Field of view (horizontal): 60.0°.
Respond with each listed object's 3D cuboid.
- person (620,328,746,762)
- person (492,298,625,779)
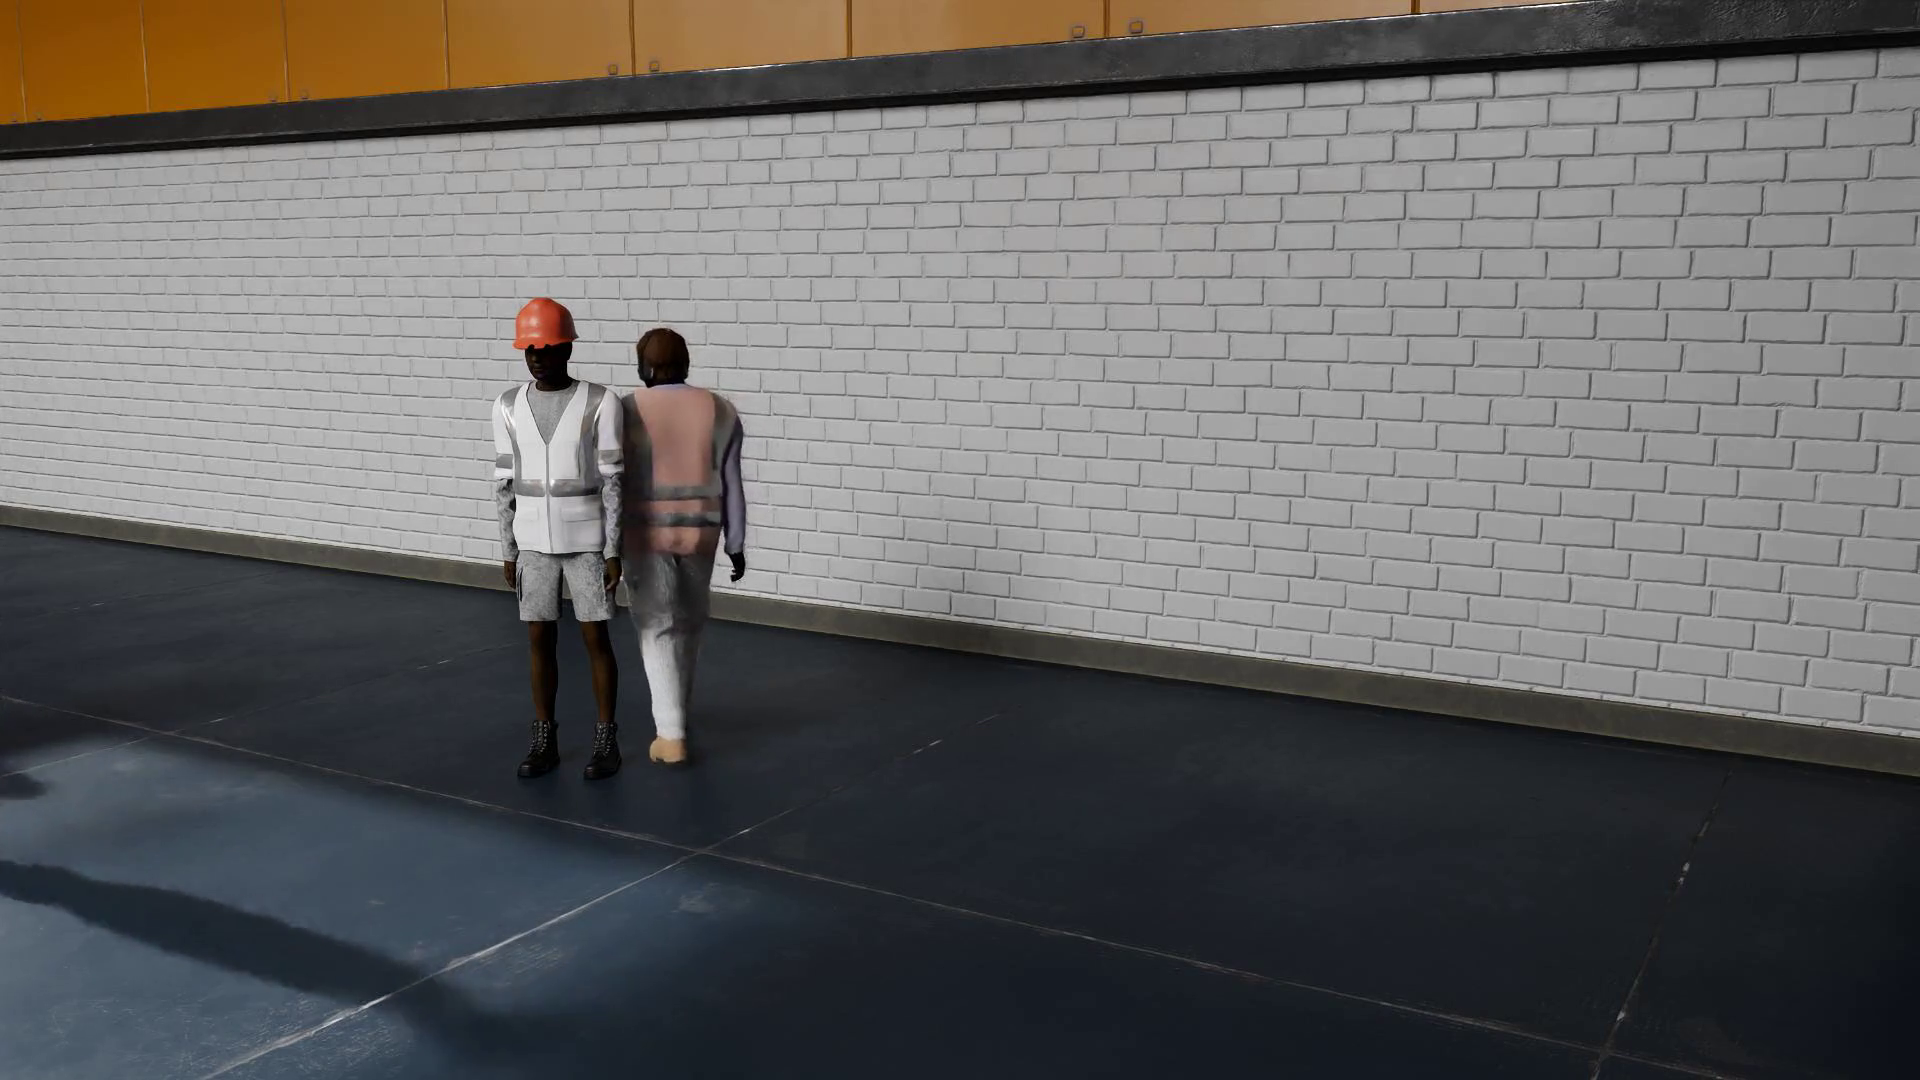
[{"bbox_3d":[-1.252,0.002,7.078,0.646,1.804,0.873,-5,10,-27],"label":"person"},{"bbox_3d":[-1.603,0.006,6.649,0.539,1.930,0.377,1,9,6],"label":"person"}]
